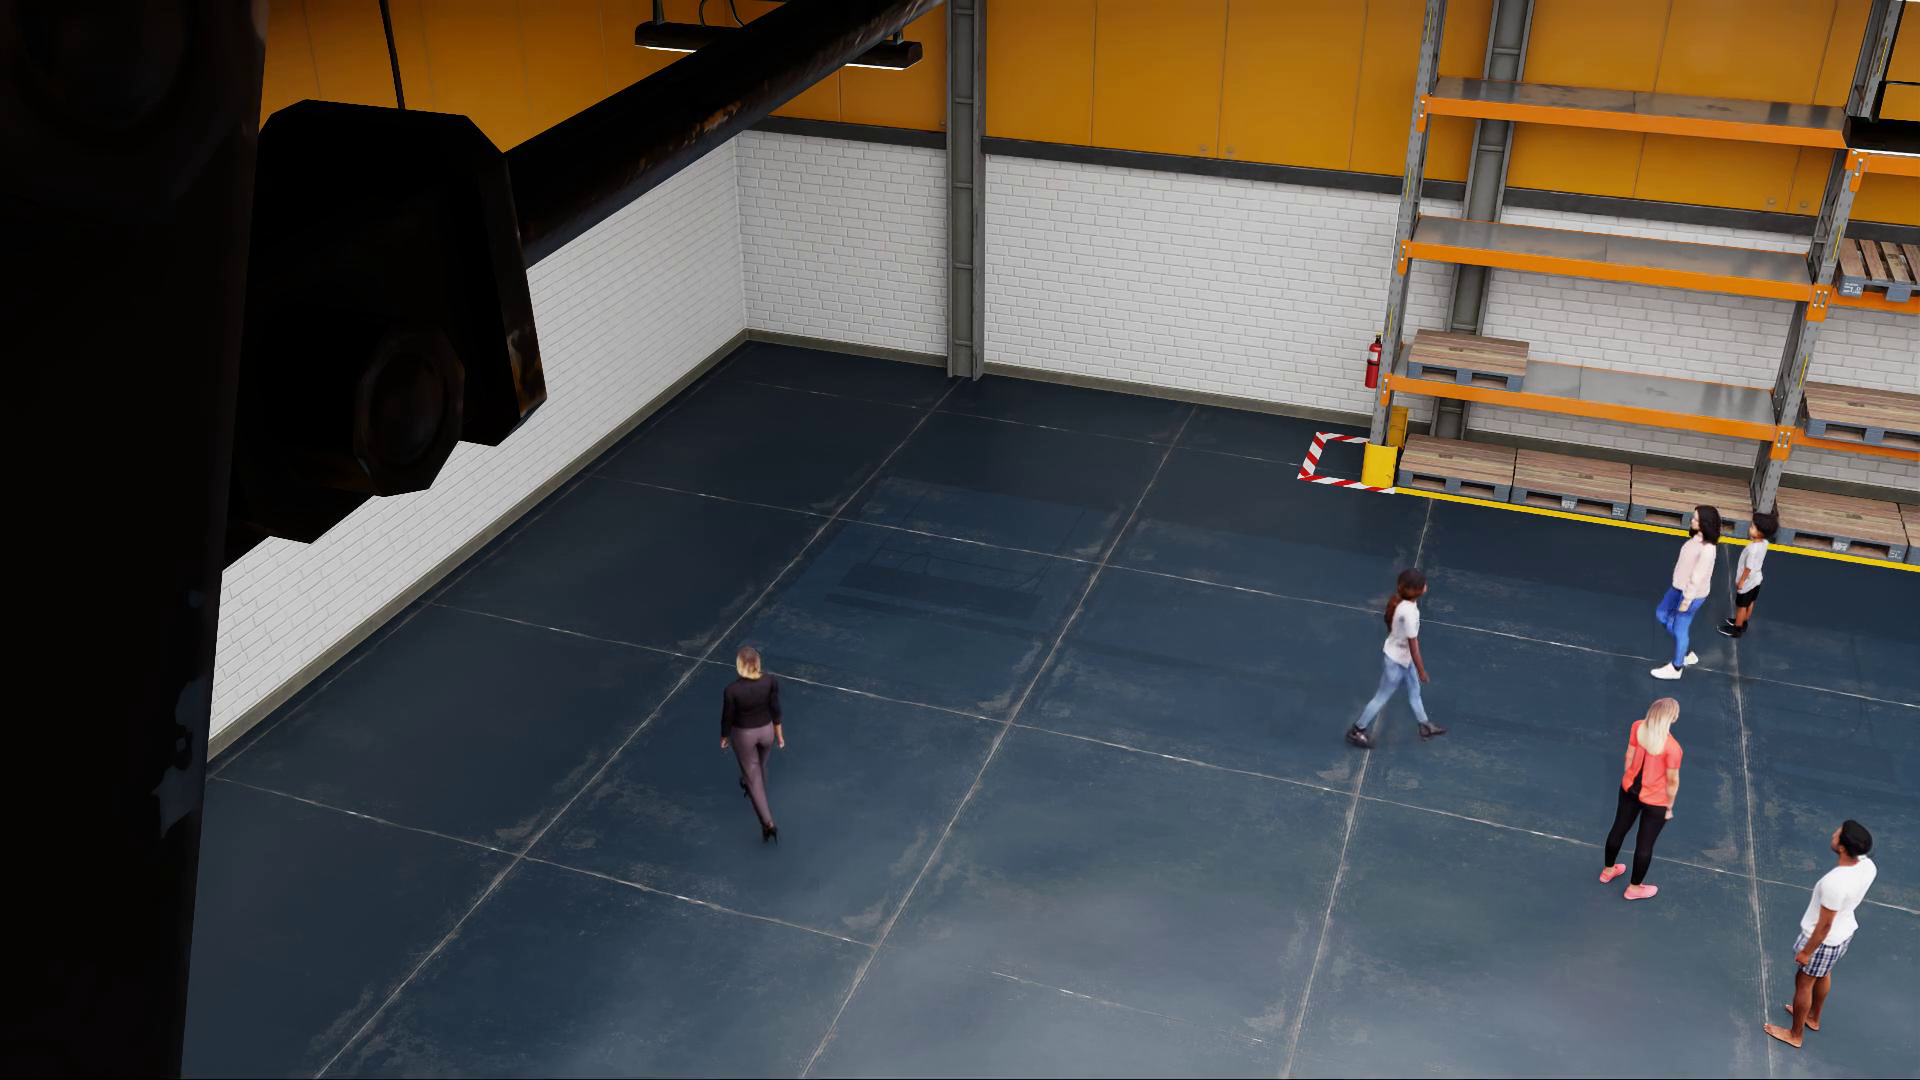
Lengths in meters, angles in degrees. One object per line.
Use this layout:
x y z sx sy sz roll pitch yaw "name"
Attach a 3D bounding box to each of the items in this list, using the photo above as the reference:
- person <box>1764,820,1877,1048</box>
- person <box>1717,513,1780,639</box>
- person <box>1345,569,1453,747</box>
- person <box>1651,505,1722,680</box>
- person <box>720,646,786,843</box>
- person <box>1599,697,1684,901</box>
5.676 2.575 10.898 0.715 1.732 0.717 -20 34 -32 "person"
7.380 0.322 15.521 0.568 1.261 0.598 -24 37 -37 "person"
3.552 1.019 13.808 1.167 1.678 0.774 3 29 6 "person"
6.538 0.483 14.707 0.695 1.759 0.688 7 29 12 "person"
-1.549 1.608 12.776 1.007 1.633 1.109 -15 32 -26 "person"
5.032 1.872 12.227 0.734 1.694 0.664 -14 32 -24 "person"
